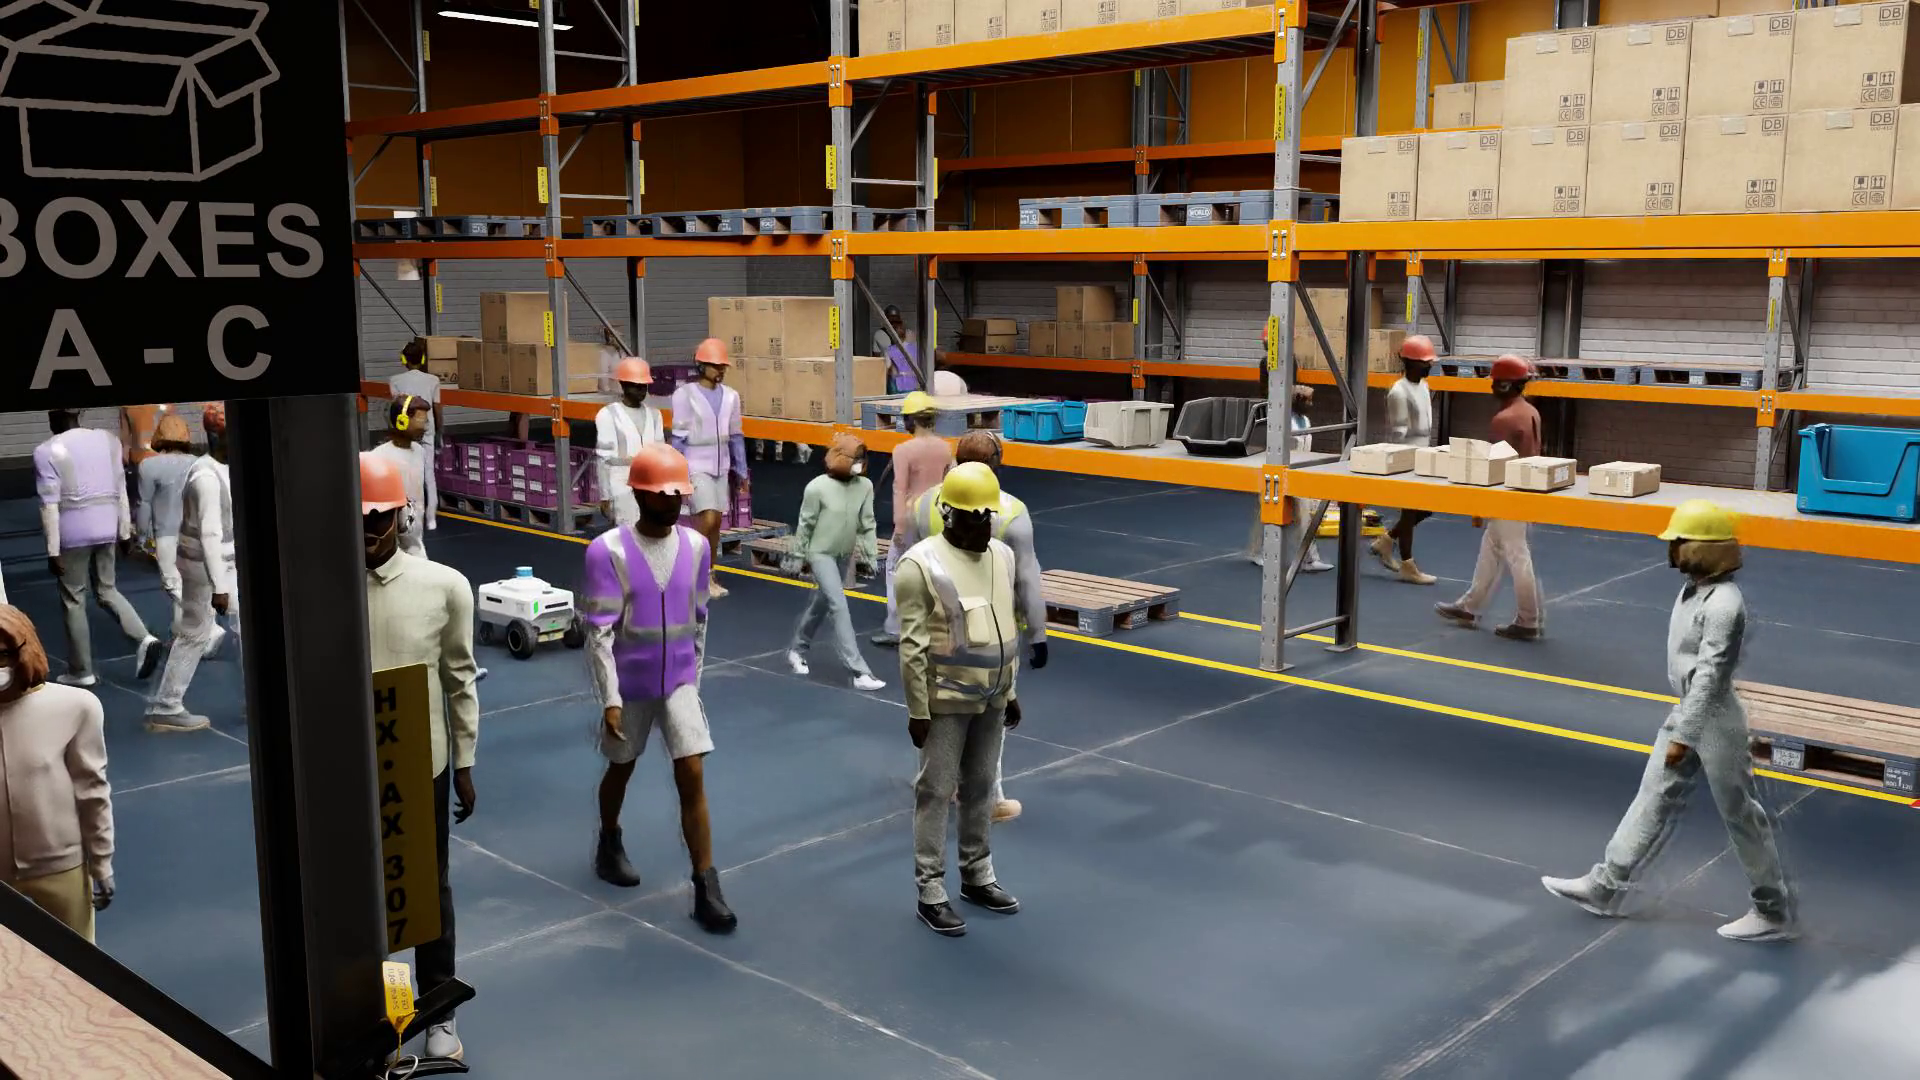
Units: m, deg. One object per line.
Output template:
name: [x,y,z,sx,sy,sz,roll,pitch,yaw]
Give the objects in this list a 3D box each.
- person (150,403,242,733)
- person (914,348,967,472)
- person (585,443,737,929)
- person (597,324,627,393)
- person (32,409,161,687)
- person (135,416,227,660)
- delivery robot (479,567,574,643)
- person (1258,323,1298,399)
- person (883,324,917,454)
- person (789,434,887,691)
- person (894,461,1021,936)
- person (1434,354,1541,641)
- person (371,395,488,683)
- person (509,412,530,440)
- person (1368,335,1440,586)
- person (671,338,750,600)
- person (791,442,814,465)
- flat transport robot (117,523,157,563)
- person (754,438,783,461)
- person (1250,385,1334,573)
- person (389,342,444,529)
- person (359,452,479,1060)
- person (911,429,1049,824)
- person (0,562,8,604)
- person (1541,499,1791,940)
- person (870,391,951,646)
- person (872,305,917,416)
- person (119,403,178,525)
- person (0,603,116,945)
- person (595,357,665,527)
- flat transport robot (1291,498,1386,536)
person: [-4.034,0.169,9.096,0.958,1.831,0.596,-1,9,-8]
person: [-0.216,-1.004,16.454,0.647,1.786,0.971,-6,11,-34]
person: [-1.240,0.549,6.643,0.551,1.893,0.985,-6,11,-32]
person: [-4.181,-1.689,20.343,0.480,1.882,0.671,3,10,16]
person: [-5.267,-0.032,10.112,0.631,1.909,0.614,4,10,24]
person: [-5.122,-0.017,11.000,0.734,1.603,0.496,5,11,29]
delivery robot: [-2.919,0.423,11.178,0.707,0.478,0.477,8,12,41]
person: [3.535,-1.411,18.380,0.608,1.978,0.582,-7,12,-38]
person: [-0.896,-2.018,22.606,0.844,1.809,0.572,8,12,39]
person: [-0.795,0.112,10.284,0.923,1.563,0.504,9,13,43]
person: [0.020,0.601,6.485,0.404,1.827,0.586,9,13,44]
person: [3.682,-0.302,11.590,0.905,1.960,0.647,7,11,36]
person: [-3.355,0.021,10.118,1.020,1.799,0.490,5,11,28]
person: [-5.880,-2.023,22.326,0.409,1.907,0.648,-6,11,-32]
person: [3.638,-0.646,13.493,0.525,2.031,0.641,7,11,35]
person: [-1.871,-0.533,12.812,0.583,2.023,0.625,8,13,42]
person: [-2.075,-1.756,21.604,0.592,1.619,0.602,8,12,40]
flat transport robot: [-7.049,-0.002,14.932,0.652,0.197,1.431,-7,12,-39]
person: [-2.593,-1.983,22.195,0.578,1.878,0.347,0,9,1]
person: [2.802,-0.521,14.088,0.530,1.575,0.862,-8,12,-40]
person: [-5.351,-1.011,16.359,0.533,1.841,0.425,-5,11,-30]
person: [-1.840,0.711,5.292,0.608,1.995,0.376,-2,9,-12]
person: [0.105,0.400,7.701,0.685,1.824,0.464,6,11,34]
person: [-4.581,0.360,7.615,0.372,1.940,0.632,-2,9,-12]
person: [2.770,0.688,6.347,0.905,1.691,0.496,1,9,6]
person: [-0.305,-0.118,11.155,0.527,1.740,0.698,-7,12,-38]
person: [-0.999,-2.485,24.747,0.681,2.000,0.538,-2,10,-14]
person: [-7.491,-0.755,15.500,0.530,1.597,0.865,0,9,0]
person: [-2.712,0.974,4.808,0.499,1.627,0.270,-5,10,-26]
person: [-2.353,-0.366,12.096,0.400,1.926,0.567,8,12,41]
flat transport robot: [3.640,-0.248,16.443,0.652,0.197,1.431,-1,9,-6]
